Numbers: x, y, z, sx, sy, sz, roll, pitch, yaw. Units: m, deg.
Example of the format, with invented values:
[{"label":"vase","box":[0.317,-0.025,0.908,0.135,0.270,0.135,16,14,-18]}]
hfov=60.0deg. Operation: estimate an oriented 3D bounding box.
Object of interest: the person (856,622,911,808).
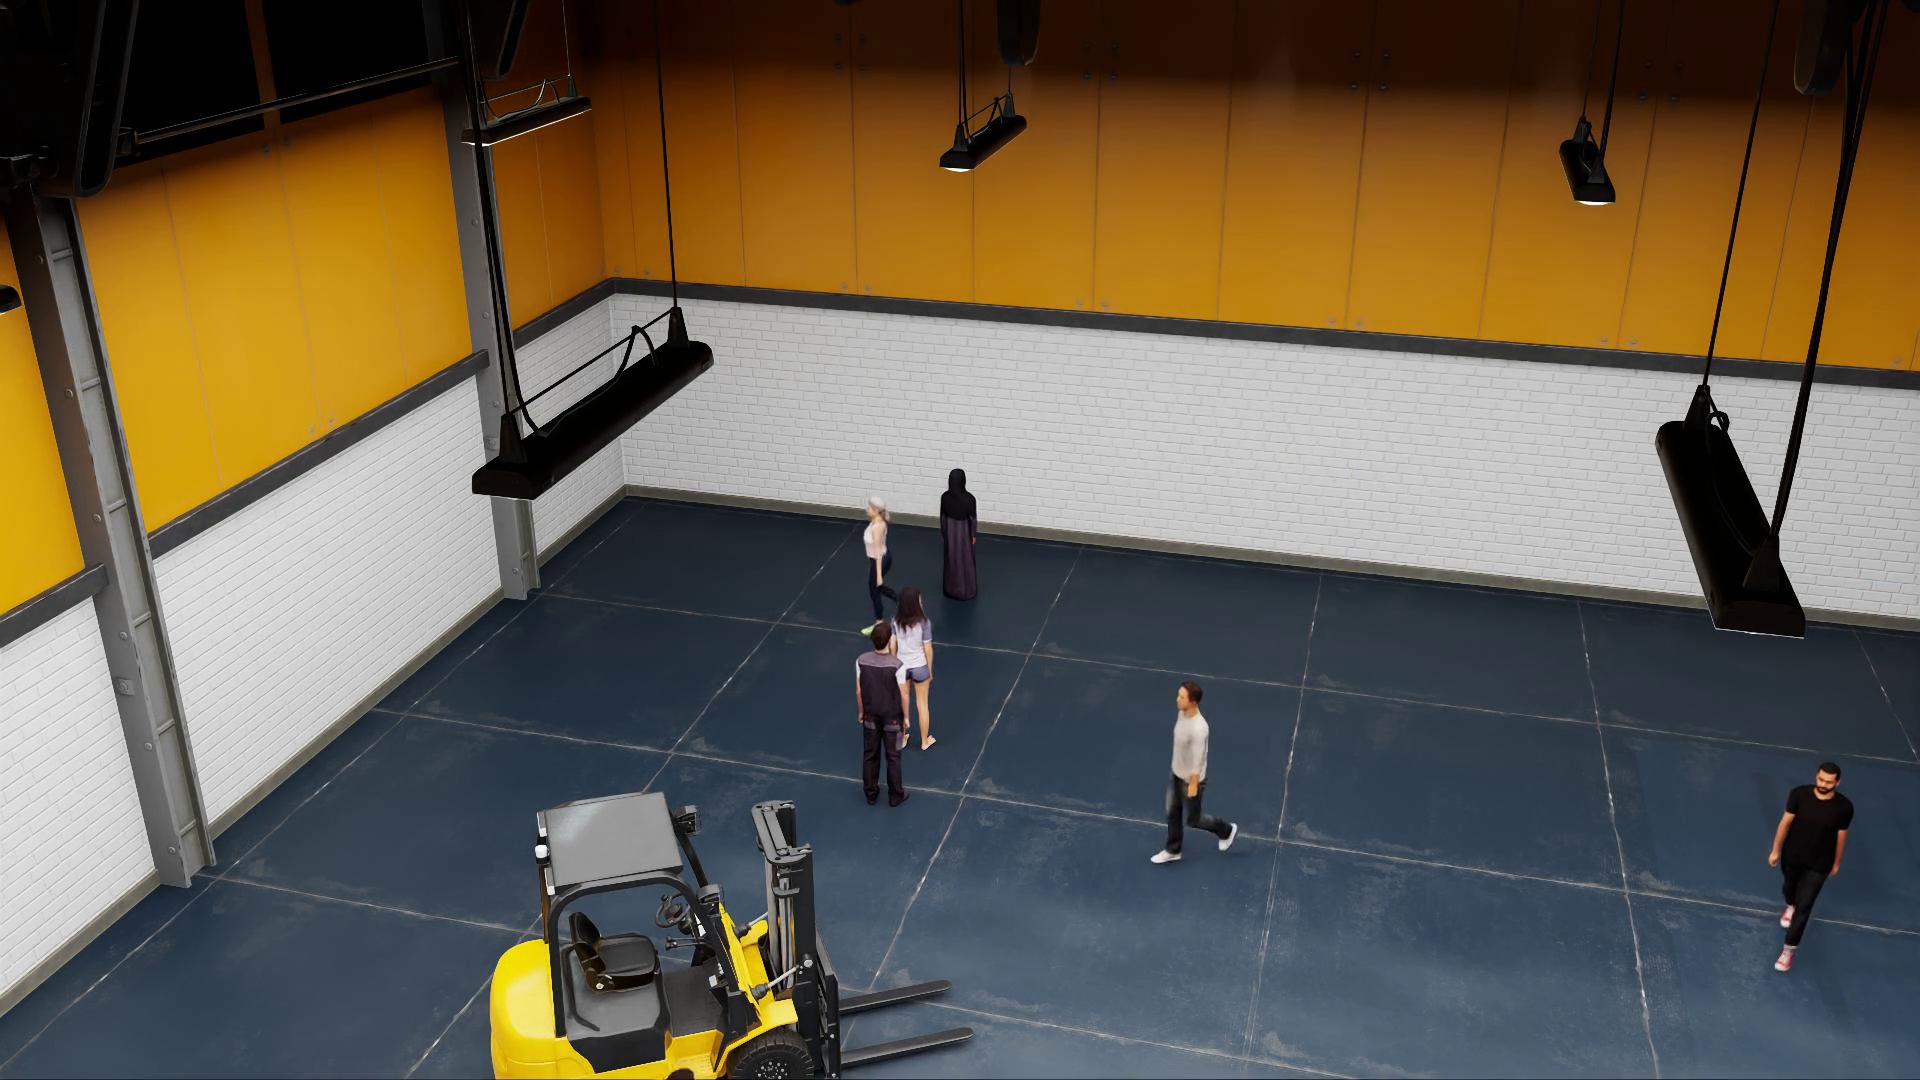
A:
[{"label":"person","box":[-0.720,1.618,15.431,0.649,1.847,0.574,7,25,15]}]

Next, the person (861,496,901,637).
[{"label":"person","box":[-0.817,0.288,18.669,0.801,1.689,0.853,-1,24,-2]}]

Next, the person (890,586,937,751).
[{"label":"person","box":[-0.472,1.258,16.397,0.580,1.731,0.502,7,25,15]}]

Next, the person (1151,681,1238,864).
[{"label":"person","box":[2.084,2.043,14.524,1.018,1.794,1.046,-7,25,-16]}]

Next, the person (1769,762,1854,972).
[{"label":"person","box":[6.879,2.537,13.493,0.951,1.715,1.263,16,28,33]}]

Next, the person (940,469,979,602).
[{"label":"person","box":[-0.020,-0.080,19.605,0.600,1.615,0.573,7,25,15]}]
